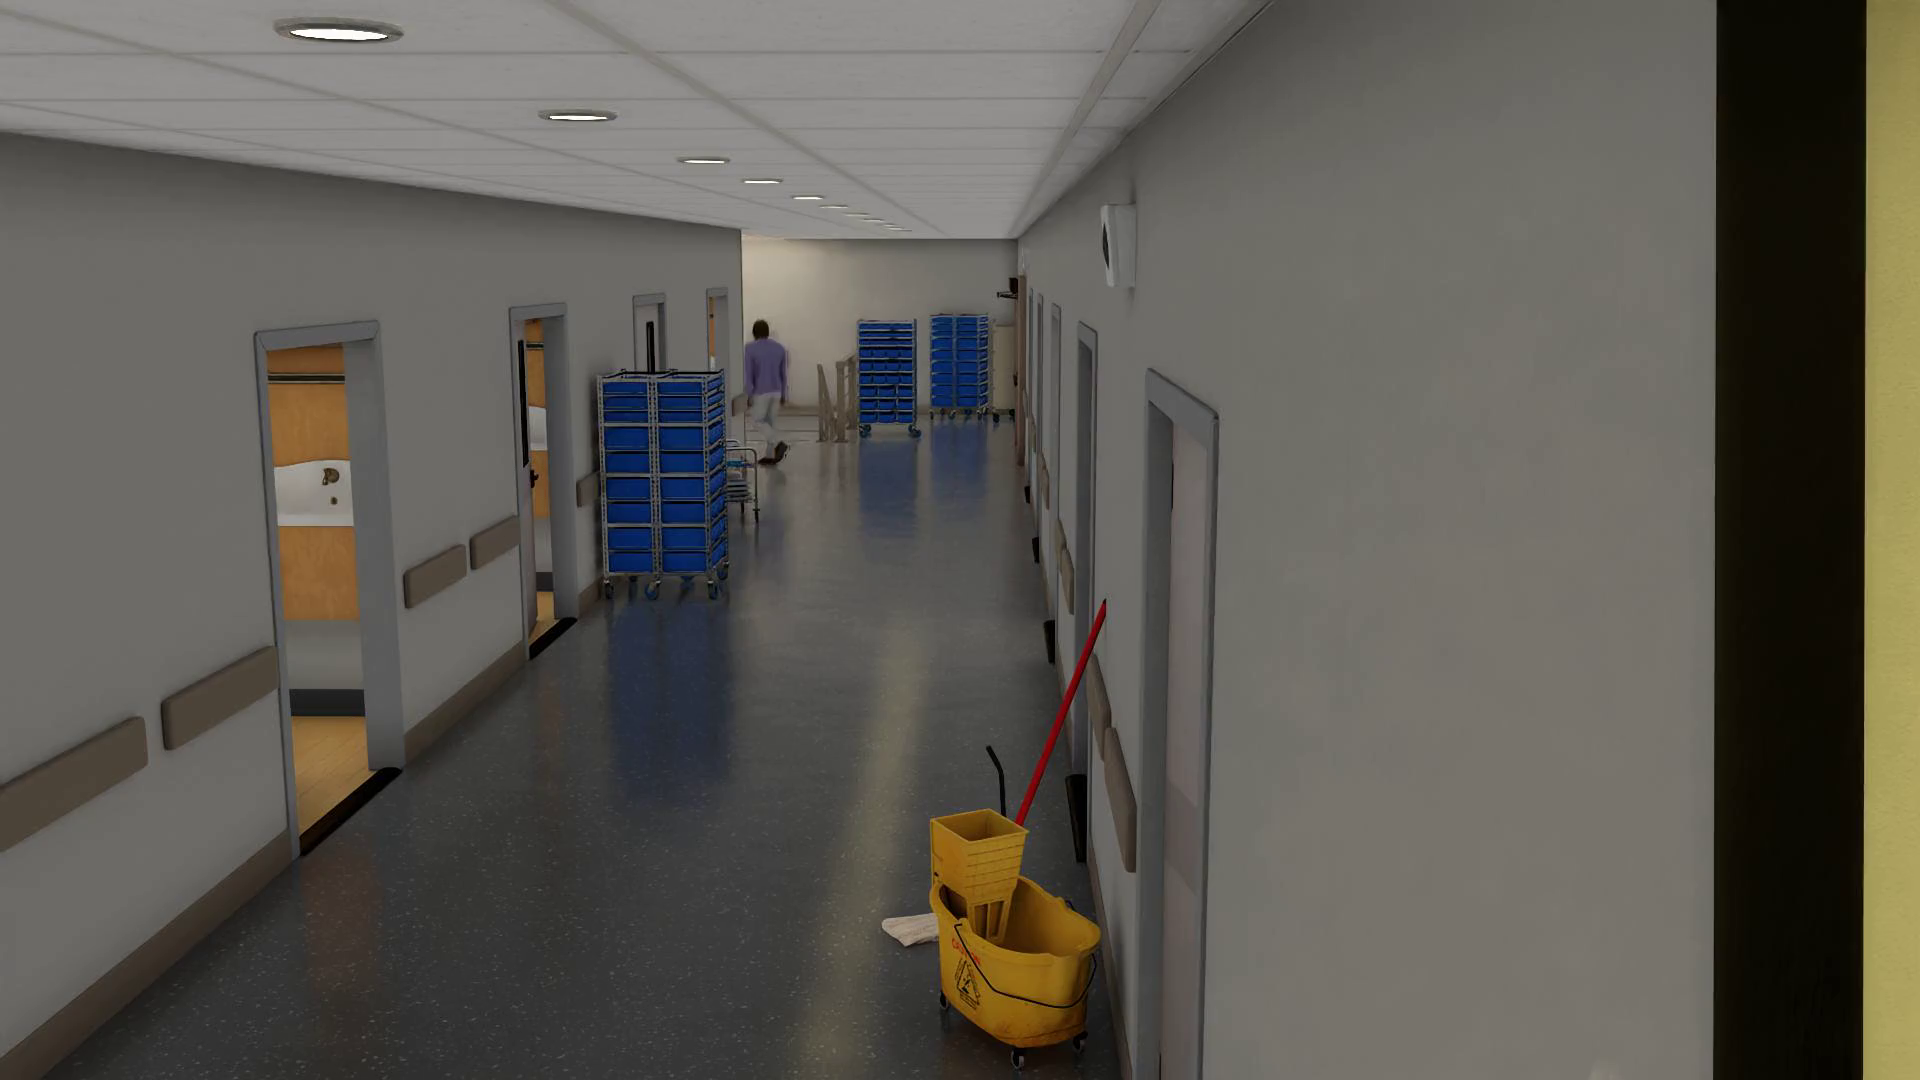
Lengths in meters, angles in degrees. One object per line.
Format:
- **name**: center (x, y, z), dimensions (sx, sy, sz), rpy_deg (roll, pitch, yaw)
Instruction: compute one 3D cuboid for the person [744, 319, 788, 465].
- **person**: center (-2.451, -1.887, 21.377), dimensions (0.632, 1.904, 0.618), rpy_deg (-9, 13, -44)
